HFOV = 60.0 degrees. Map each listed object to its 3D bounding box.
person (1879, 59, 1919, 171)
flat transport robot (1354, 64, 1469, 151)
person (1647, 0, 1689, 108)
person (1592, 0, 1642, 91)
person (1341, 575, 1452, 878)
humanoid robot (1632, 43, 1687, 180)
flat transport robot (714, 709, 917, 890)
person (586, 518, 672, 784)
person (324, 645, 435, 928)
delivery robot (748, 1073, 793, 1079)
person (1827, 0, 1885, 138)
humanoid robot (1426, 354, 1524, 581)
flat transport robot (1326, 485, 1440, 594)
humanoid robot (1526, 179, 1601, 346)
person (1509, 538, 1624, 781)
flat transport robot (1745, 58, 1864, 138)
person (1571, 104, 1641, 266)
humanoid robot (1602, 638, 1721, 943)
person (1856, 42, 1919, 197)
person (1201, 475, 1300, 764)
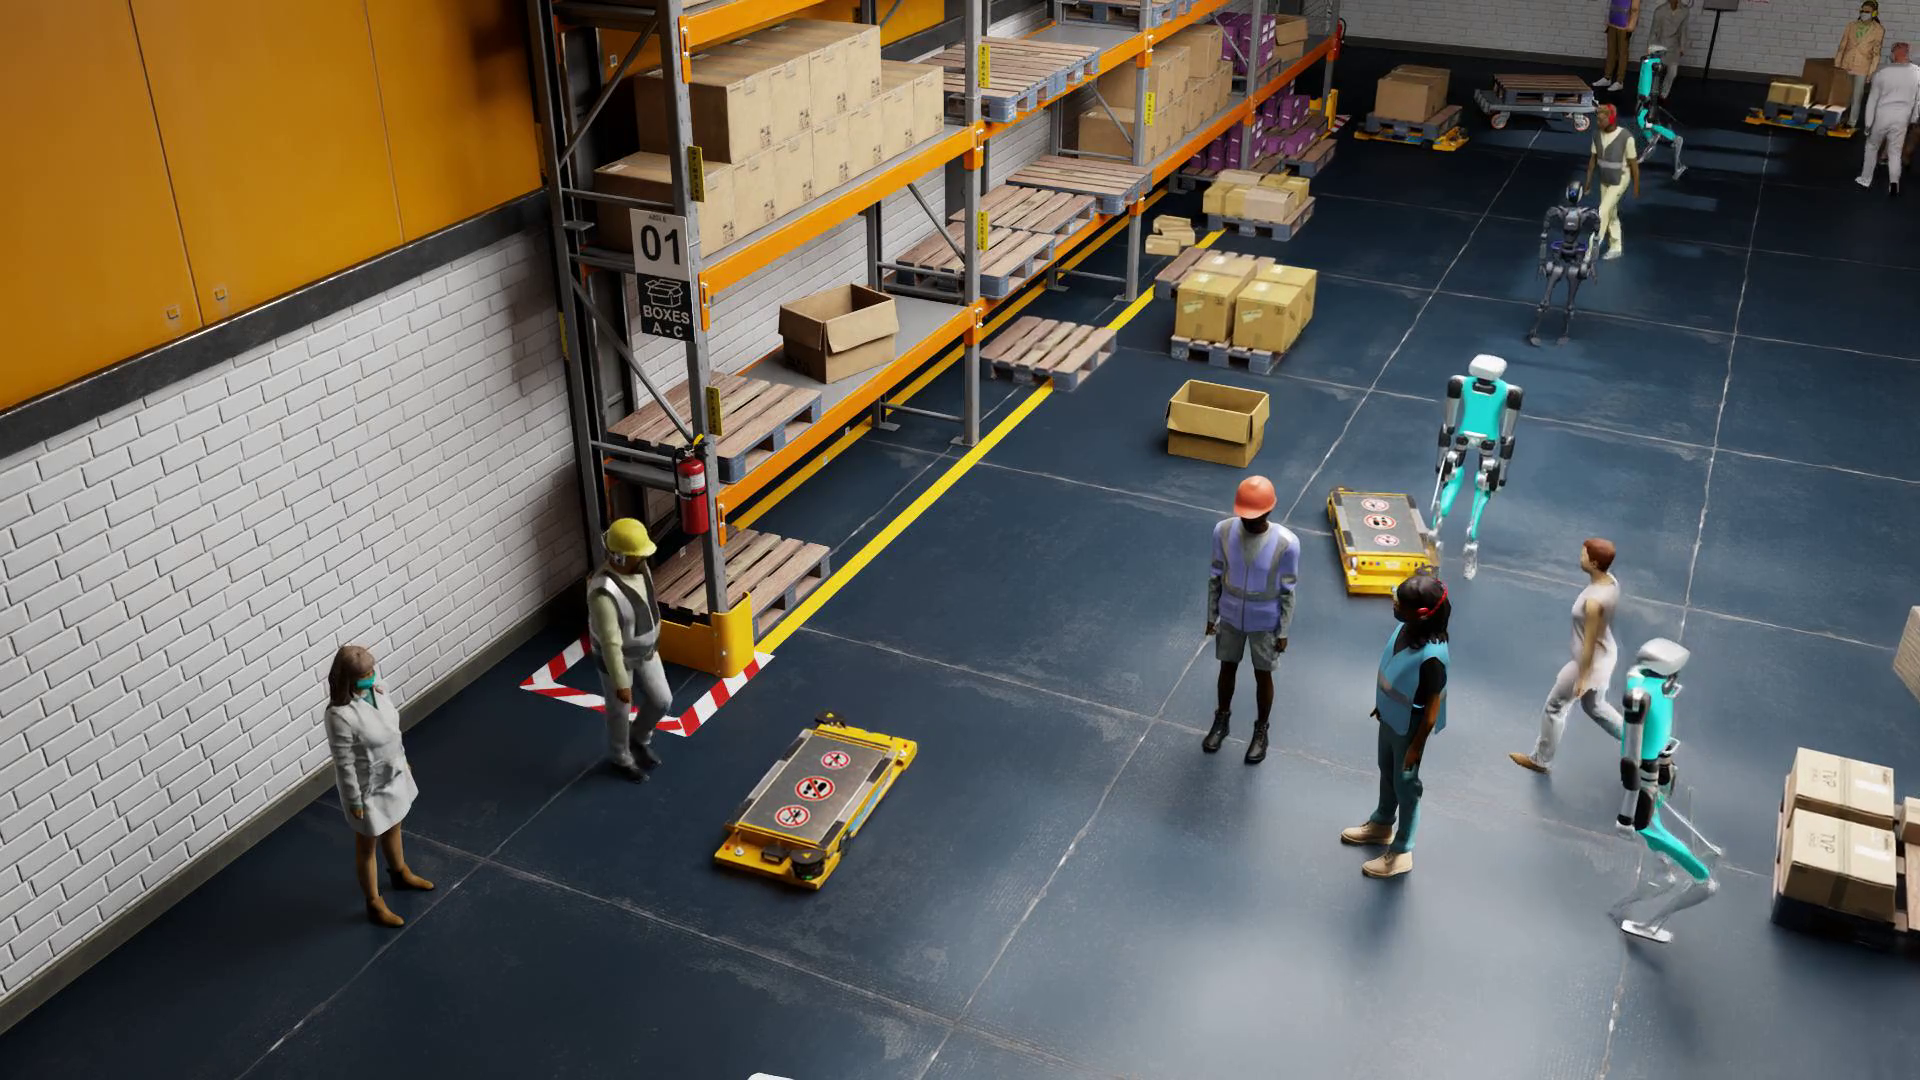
[{"bbox_3d":[12.573,-5.704,21.776,0.447,1.713,0.582,-7,29,-13],"label":"person"},{"bbox_3d":[6.319,-5.685,23.269,1.431,0.231,0.659,16,32,27],"label":"flat transport robot"},{"bbox_3d":[10.449,-7.289,24.630,0.542,1.807,0.427,6,29,11],"label":"person"},{"bbox_3d":[10.244,-7.960,25.739,0.419,1.928,0.536,-9,30,-16],"label":"person"},{"bbox_3d":[2.449,1.015,9.159,0.390,1.871,0.529,-4,29,-8],"label":"person"},{"bbox_3d":[9.089,-5.472,21.351,0.956,1.767,0.543,0,28,0],"label":"humanoid robot"},{"bbox_3d":[-0.832,1.520,9.910,0.659,0.231,1.431,11,30,19],"label":"flat transport robot"},{"bbox_3d":[-1.967,0.670,9.861,0.442,1.808,0.600,14,31,24],"label":"person"},{"bbox_3d":[-3.109,1.290,8.865,0.338,1.662,0.480,8,29,15],"label":"person"},{"bbox_3d":[-0.897,2.762,7.322,0.499,0.610,0.788,7,29,12],"label":"delivery robot"},{"bbox_3d":[12.518,-6.589,23.255,0.565,1.875,0.392,24,36,37],"label":"person"},{"bbox_3d":[3.612,-0.391,11.937,0.537,1.785,0.861,15,32,25],"label":"humanoid robot"},{"bbox_3d":[3.225,-0.007,12.742,0.659,0.231,1.431,2,28,4],"label":"flat transport robot"},{"bbox_3d":[5.945,-2.703,16.258,0.598,1.649,0.383,11,30,19],"label":"humanoid robot"},{"bbox_3d":[3.820,0.750,9.910,0.749,1.623,0.490,17,33,29],"label":"person"},{"bbox_3d":[12.157,-6.039,23.925,1.431,0.231,0.659,22,35,35],"label":"flat transport robot"},{"bbox_3d":[7.168,-3.933,18.429,0.895,1.772,0.601,-10,30,-17],"label":"person"},{"bbox_3d":[3.708,1.406,8.599,0.827,1.797,0.560,21,35,34],"label":"humanoid robot"},{"bbox_3d":[11.645,-5.256,20.799,0.682,1.859,0.897,4,29,7],"label":"person"},{"bbox_3d":[1.742,0.476,10.102,0.543,1.929,0.387,13,31,23],"label":"person"}]
